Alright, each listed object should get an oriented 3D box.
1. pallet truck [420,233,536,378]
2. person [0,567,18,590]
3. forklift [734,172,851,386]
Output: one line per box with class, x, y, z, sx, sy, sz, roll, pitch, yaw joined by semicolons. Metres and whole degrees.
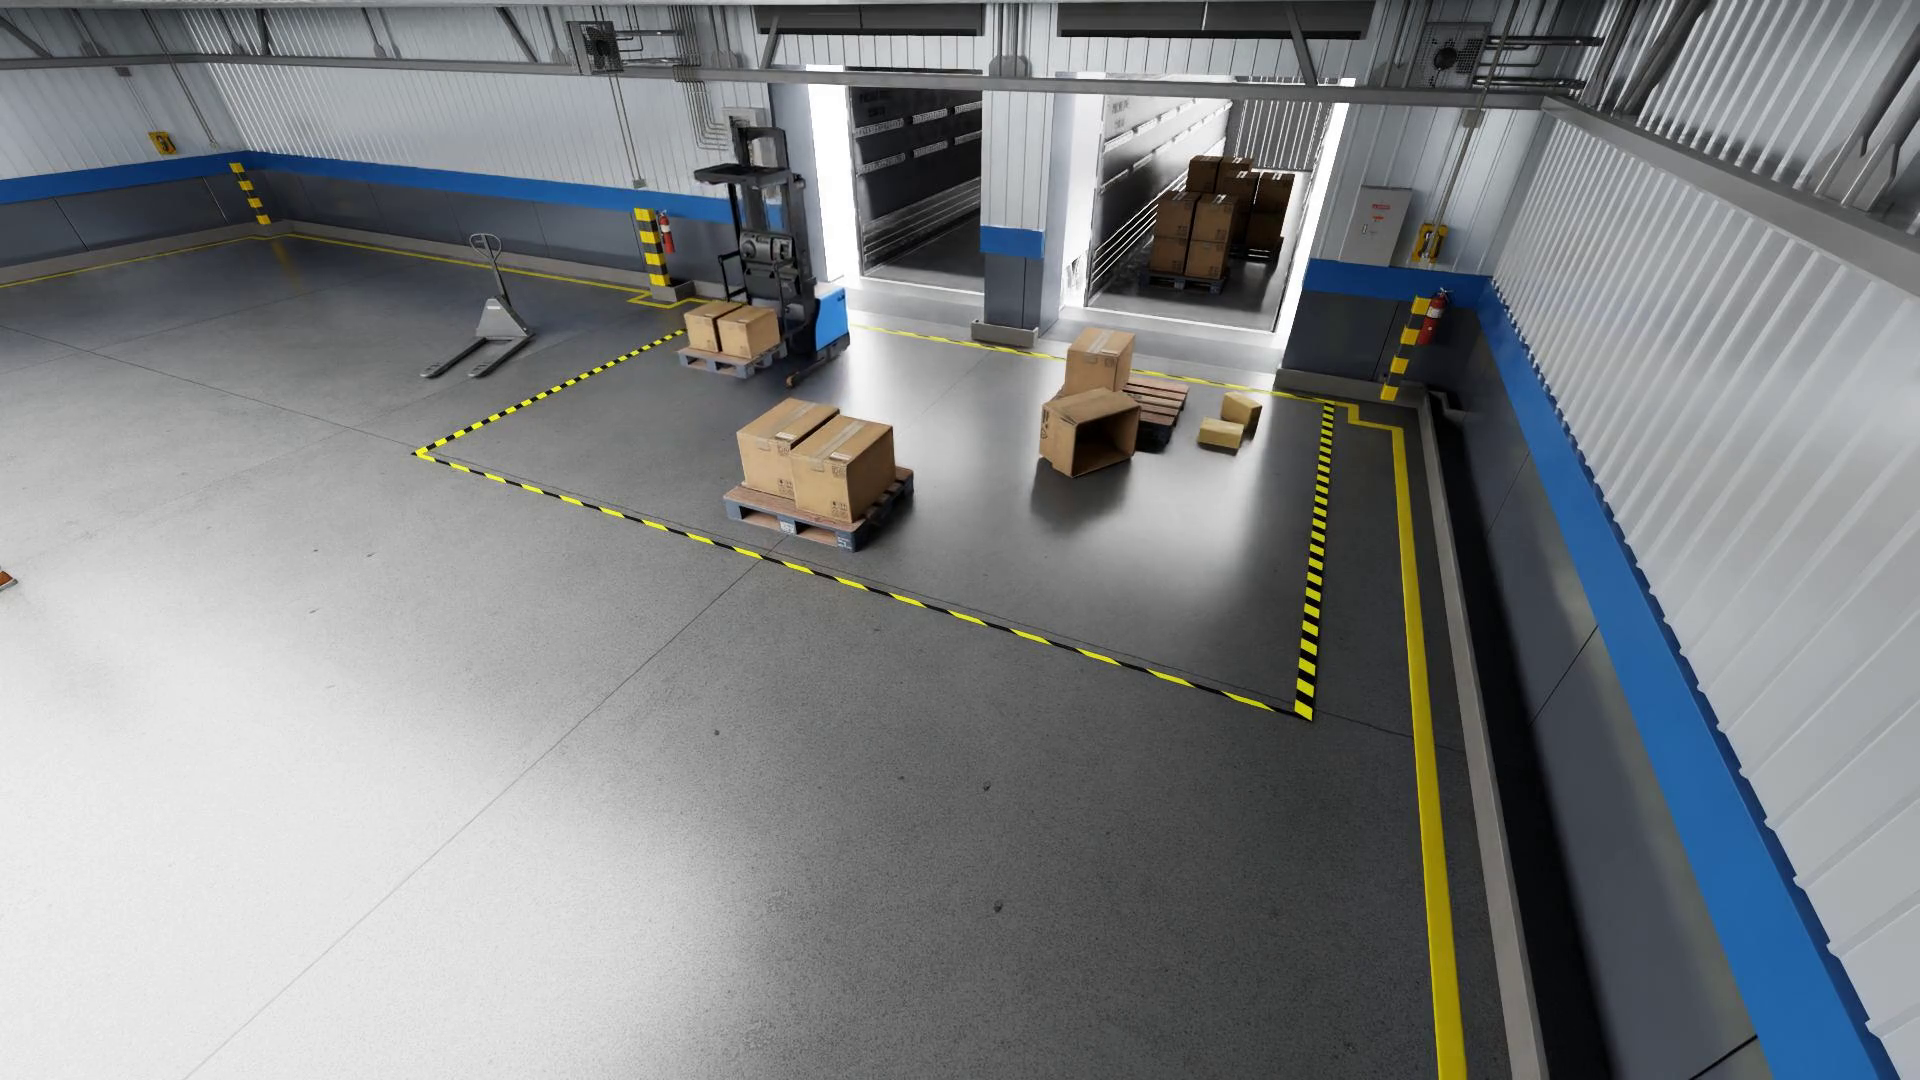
pallet truck;-5.664;-2.712;8.427;0.680;1.201;1.601;0;35;-1
person;-6.919;-0.441;4.629;0.617;1.945;0.392;16;39;21
forklift;-1.821;-3.014;8.161;0.716;2.013;0.776;15;38;20
